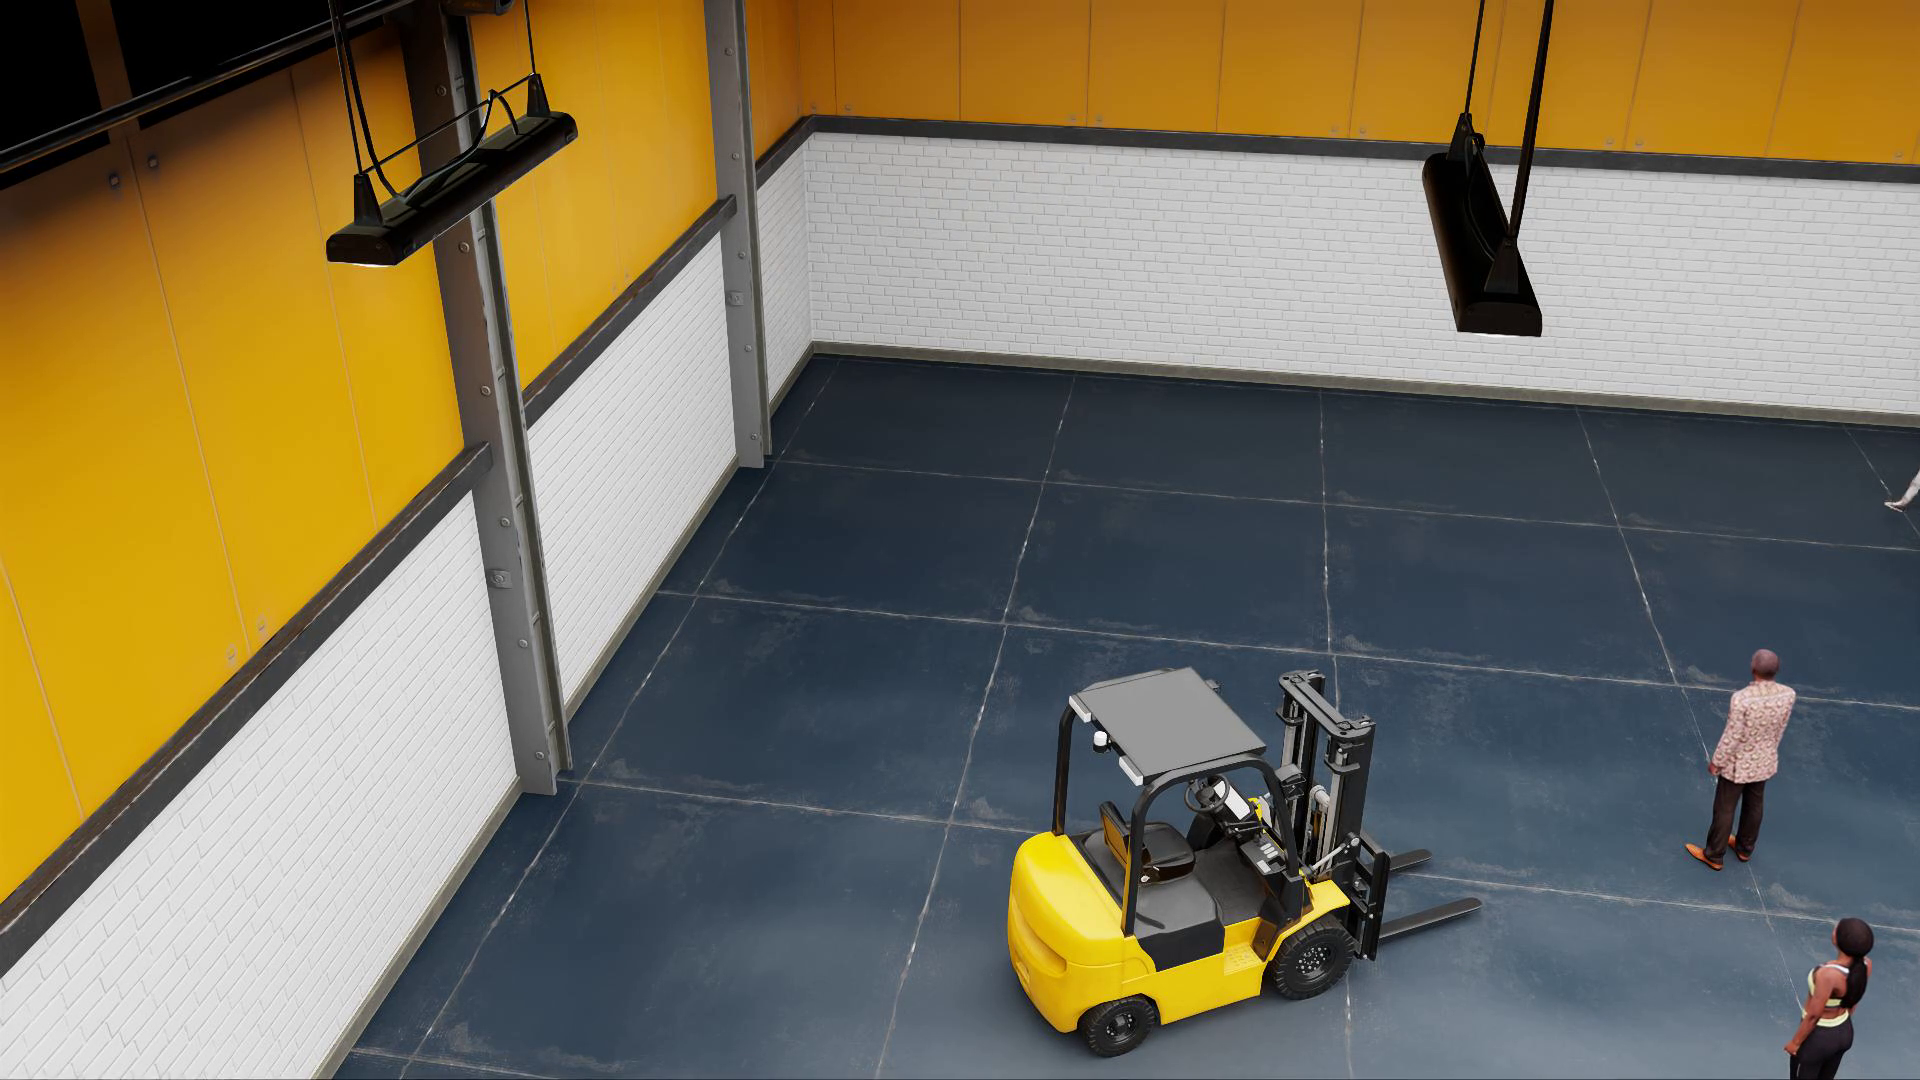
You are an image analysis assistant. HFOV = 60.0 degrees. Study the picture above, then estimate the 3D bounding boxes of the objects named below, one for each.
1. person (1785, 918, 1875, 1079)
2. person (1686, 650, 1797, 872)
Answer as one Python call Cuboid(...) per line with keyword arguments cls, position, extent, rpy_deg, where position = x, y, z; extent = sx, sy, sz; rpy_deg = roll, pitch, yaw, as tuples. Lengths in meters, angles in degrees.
Cuboid(cls="person", position=(5.070, 2.927, 9.758), extent=(0.642, 1.755, 0.667), rpy_deg=(-11, 30, -19))
Cuboid(cls="person", position=(5.739, 1.607, 12.121), extent=(0.772, 1.809, 0.754), rpy_deg=(-7, 29, -13))
